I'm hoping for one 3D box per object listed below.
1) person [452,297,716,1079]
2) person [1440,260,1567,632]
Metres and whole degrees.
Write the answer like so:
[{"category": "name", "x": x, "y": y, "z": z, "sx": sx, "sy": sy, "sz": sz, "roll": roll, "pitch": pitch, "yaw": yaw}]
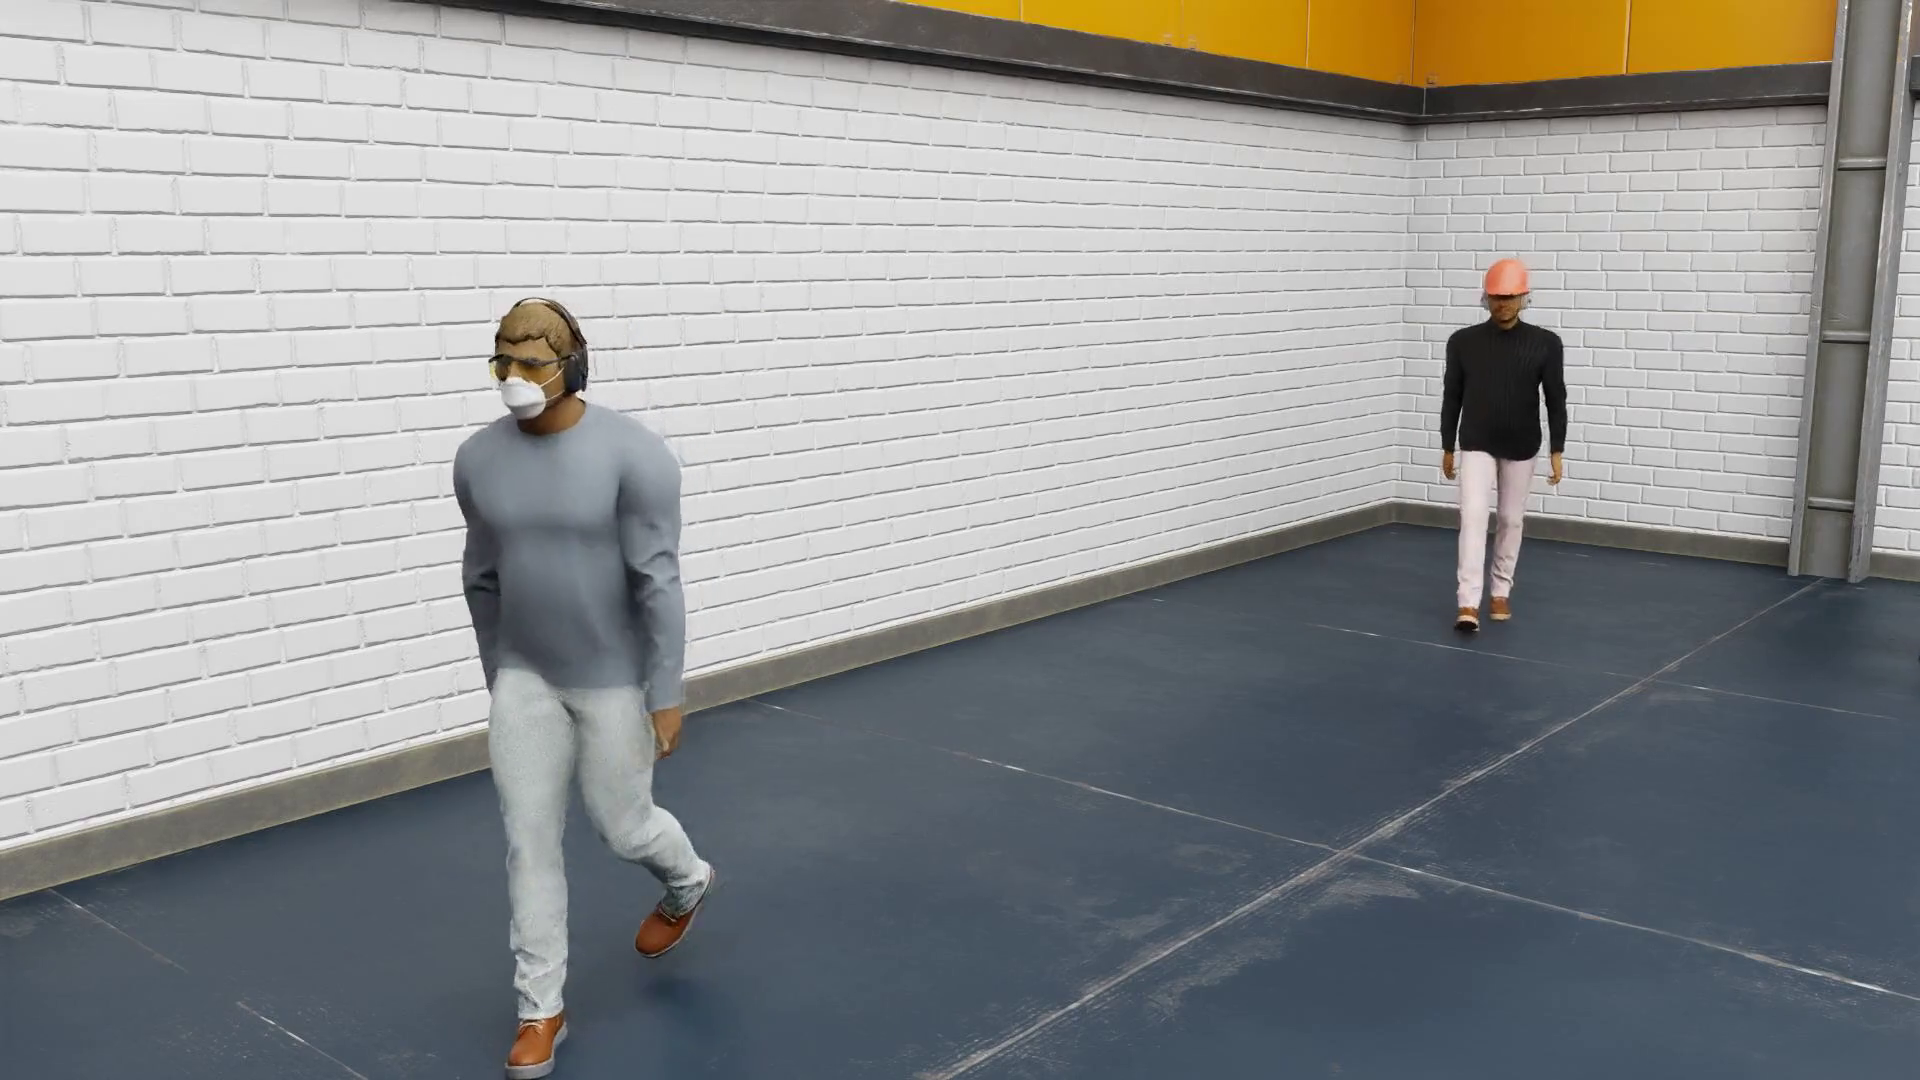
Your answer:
[{"category": "person", "x": -0.940, "y": 0.329, "z": 4.277, "sx": 0.639, "sy": 1.916, "sz": 0.793, "roll": 3, "pitch": 10, "yaw": 15}, {"category": "person", "x": 2.848, "y": -0.482, "z": 8.758, "sx": 0.637, "sy": 1.946, "sz": 0.977, "roll": 3, "pitch": 10, "yaw": 18}]
